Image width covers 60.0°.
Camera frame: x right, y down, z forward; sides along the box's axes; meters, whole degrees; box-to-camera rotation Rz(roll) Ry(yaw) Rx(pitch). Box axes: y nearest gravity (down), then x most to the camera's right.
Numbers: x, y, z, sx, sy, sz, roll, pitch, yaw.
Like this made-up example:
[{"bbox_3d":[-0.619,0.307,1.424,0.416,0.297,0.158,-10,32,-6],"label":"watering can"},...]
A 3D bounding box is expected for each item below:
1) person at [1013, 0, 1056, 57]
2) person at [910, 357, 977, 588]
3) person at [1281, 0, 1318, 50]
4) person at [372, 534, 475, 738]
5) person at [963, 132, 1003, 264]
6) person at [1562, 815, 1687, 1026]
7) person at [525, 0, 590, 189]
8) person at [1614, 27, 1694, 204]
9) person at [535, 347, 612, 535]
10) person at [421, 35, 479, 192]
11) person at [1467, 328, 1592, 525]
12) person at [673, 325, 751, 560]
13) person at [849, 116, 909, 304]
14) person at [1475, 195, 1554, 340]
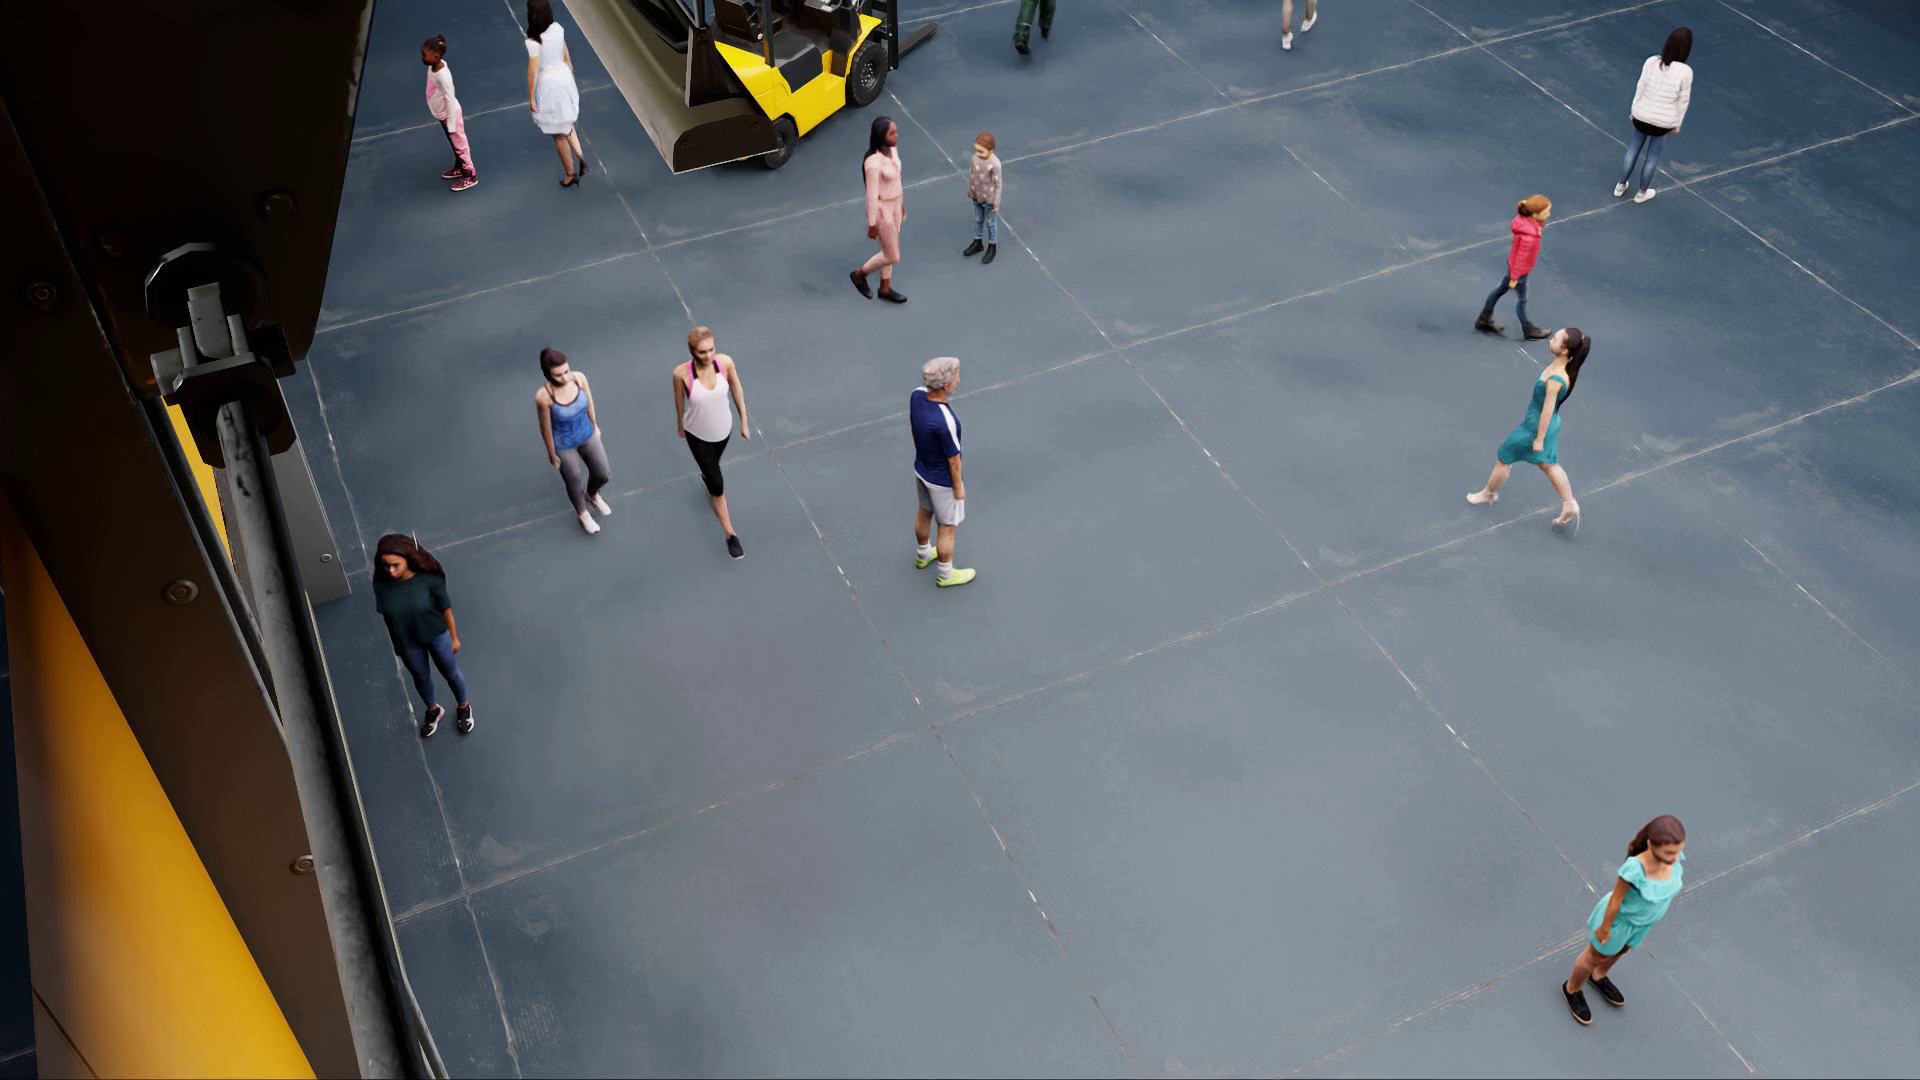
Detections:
[{"bbox_3d":[0.766,-5.743,16.642,1.174,1.802,1.298,10,45,10],"label":"person"},{"bbox_3d":[-0.145,-0.454,11.070,0.730,1.831,0.546,-26,49,-24],"label":"person"},{"bbox_3d":[3.438,-5.804,16.696,1.027,1.816,1.097,12,45,12],"label":"person"},{"bbox_3d":[-3.270,0.575,10.144,0.681,1.616,0.699,-4,44,-4],"label":"person"},{"bbox_3d":[0.216,-2.937,14.141,0.516,1.190,0.612,29,51,27],"label":"person"},{"bbox_3d":[3.511,1.960,8.733,0.537,1.558,0.519,-17,46,-17],"label":"person"},{"bbox_3d":[-3.506,-3.928,14.740,0.941,1.798,0.878,22,48,22],"label":"person"},{"bbox_3d":[6.140,-3.751,14.669,0.630,1.638,0.755,30,51,27],"label":"person"},{"bbox_3d":[-2.702,-0.719,11.518,0.656,1.596,0.672,-34,53,-30],"label":"person"},{"bbox_3d":[-4.592,-3.852,14.919,0.616,1.441,0.450,-21,47,-20],"label":"person"},{"bbox_3d":[4.095,-0.746,11.505,1.085,1.653,0.931,22,48,21],"label":"person"},{"bbox_3d":[-1.752,-0.807,11.512,0.600,1.731,1.167,-18,47,-18],"label":"person"},{"bbox_3d":[-0.689,-2.658,13.469,0.871,1.712,0.812,12,45,13],"label":"person"},{"bbox_3d":[4.385,-2.181,13.271,0.874,1.295,0.843,10,45,10],"label":"person"}]
